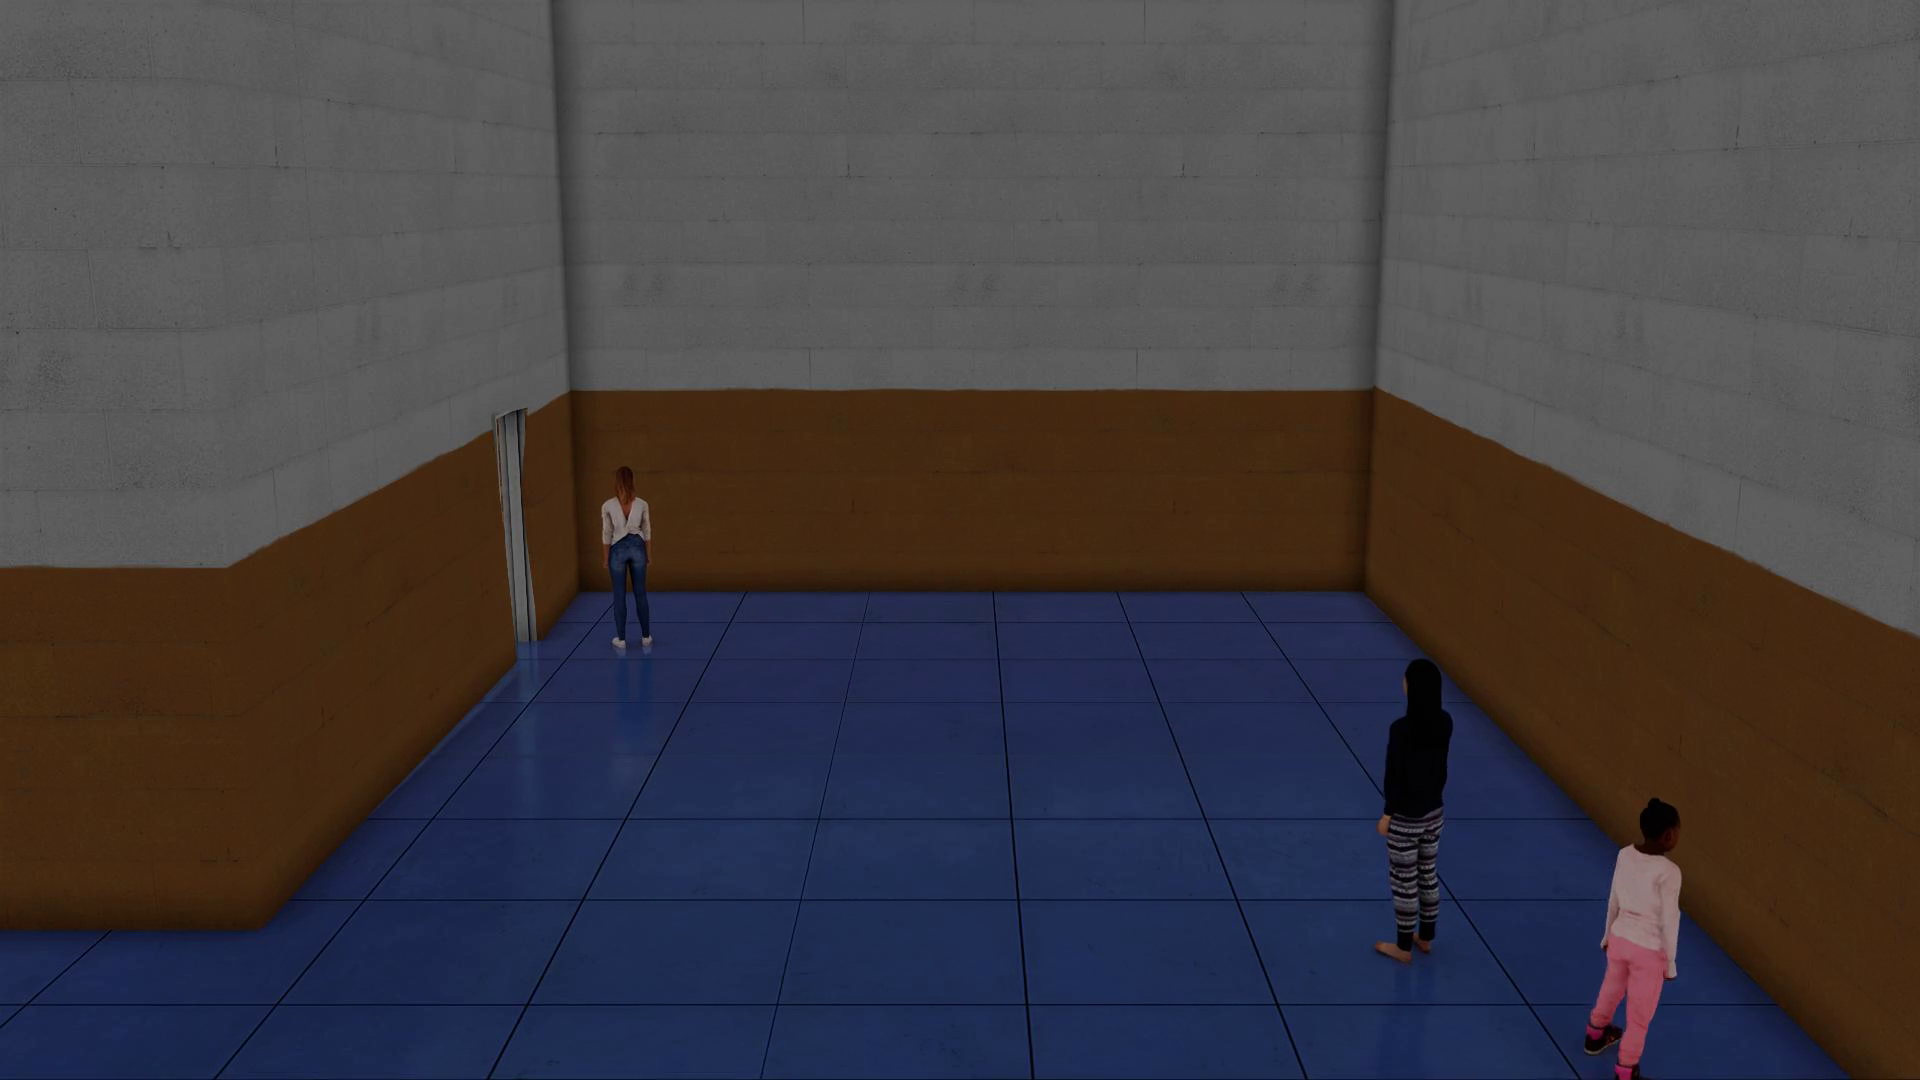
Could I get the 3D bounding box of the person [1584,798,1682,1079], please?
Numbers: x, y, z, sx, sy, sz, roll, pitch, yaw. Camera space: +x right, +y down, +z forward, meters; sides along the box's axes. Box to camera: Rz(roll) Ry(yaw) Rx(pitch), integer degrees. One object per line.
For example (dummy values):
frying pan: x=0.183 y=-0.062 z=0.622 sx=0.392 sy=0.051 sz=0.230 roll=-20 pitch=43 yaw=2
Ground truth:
person: x=3.239 y=1.924 z=7.964 sx=0.733 sy=1.438 sz=0.757 roll=-4 pitch=13 yaw=-19

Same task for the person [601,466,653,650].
person: x=-3.135 y=0.157 z=15.672 sx=0.581 sy=1.720 sz=0.738 roll=-5 pitch=13 yaw=-21

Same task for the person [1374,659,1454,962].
person: x=2.544 y=1.494 z=9.288 sx=0.633 sy=1.735 sz=0.743 roll=-7 pitch=14 yaw=-31
